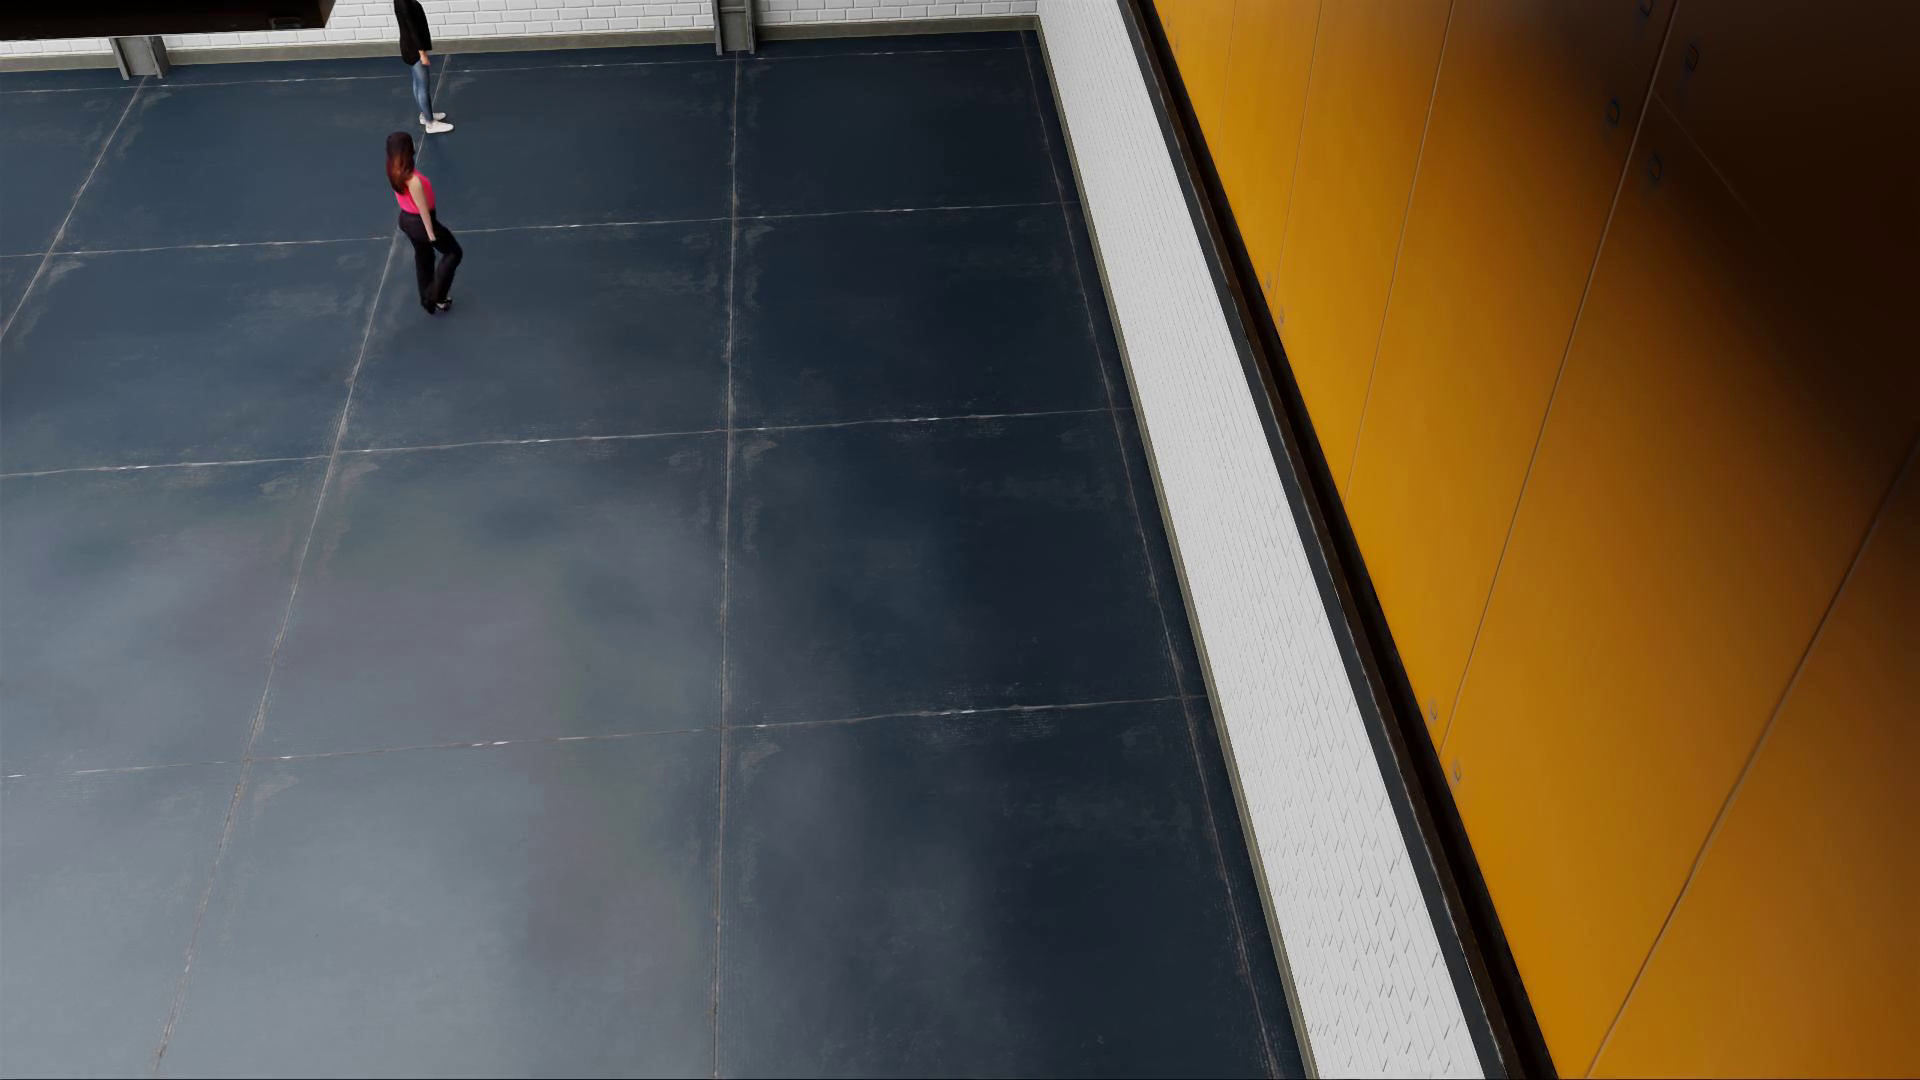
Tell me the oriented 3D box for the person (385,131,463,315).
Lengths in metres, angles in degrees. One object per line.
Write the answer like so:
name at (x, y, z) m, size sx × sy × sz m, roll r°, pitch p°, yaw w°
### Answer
person at (-4.400, -2.497, 13.410) m, size 0.730 × 1.648 × 0.787 m, roll 34°, pitch 53°, yaw 30°

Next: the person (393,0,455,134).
person at (-5.139, -4.644, 15.664) m, size 0.633 × 1.646 × 0.641 m, roll -19°, pitch 47°, yaw -19°
